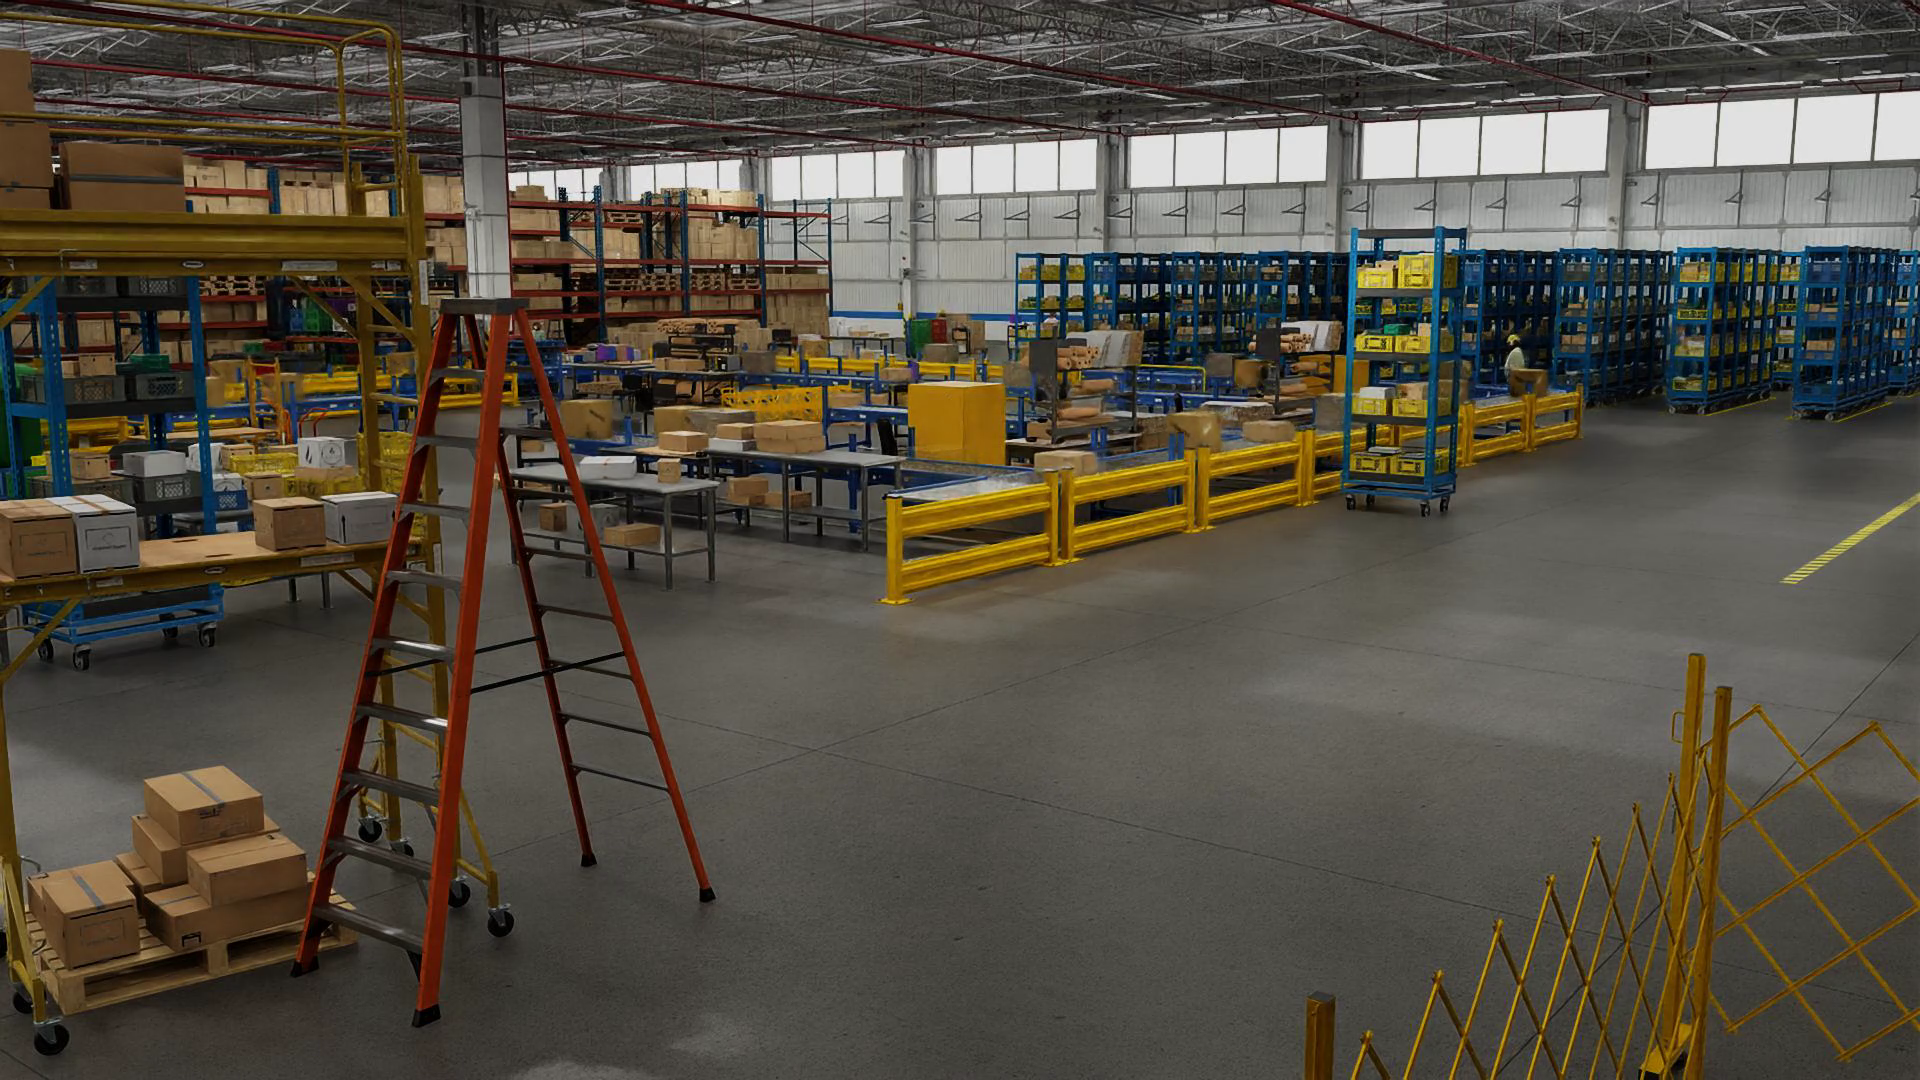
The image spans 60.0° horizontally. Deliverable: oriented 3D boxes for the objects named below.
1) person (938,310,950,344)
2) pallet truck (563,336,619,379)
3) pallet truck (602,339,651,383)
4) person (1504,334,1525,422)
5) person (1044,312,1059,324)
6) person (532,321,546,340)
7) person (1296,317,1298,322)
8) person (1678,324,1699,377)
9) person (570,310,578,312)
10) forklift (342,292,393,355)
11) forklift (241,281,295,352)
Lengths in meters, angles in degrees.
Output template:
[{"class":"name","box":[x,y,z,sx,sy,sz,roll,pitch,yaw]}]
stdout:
[{"class":"person","box":[-0.622,-7.659,61.496,0.888,1.699,0.501,7,11,35]},{"class":"pallet truck","box":[-10.690,-5.294,48.215,1.601,1.201,0.680,-5,10,-26]},{"class":"pallet truck","box":[-8.991,-4.871,45.351,0.653,1.274,1.630,7,11,37]},{"class":"person","box":[11.246,-3.297,33.975,0.626,1.796,0.612,3,10,21]},{"class":"person","box":[2.929,-6.280,52.260,0.641,1.908,0.407,8,12,41]},{"class":"person","box":[-12.506,-5.665,49.268,0.507,1.633,0.278,3,10,18]},{"class":"person","box":[10.364,-6.061,50.698,0.434,1.977,0.611,7,11,37]},{"class":"person","box":[18.451,-4.578,42.024,0.589,1.782,0.851,-3,10,-17]},{"class":"person","box":[-16.476,-9.334,71.571,0.661,1.824,0.522,3,10,19]},{"class":"forklift","box":[-16.485,-5.622,45.120,1.129,2.768,1.873,7,11,37]},{"class":"forklift","box":[-19.031,-5.848,46.529,1.129,2.768,1.873,7,11,37]}]
